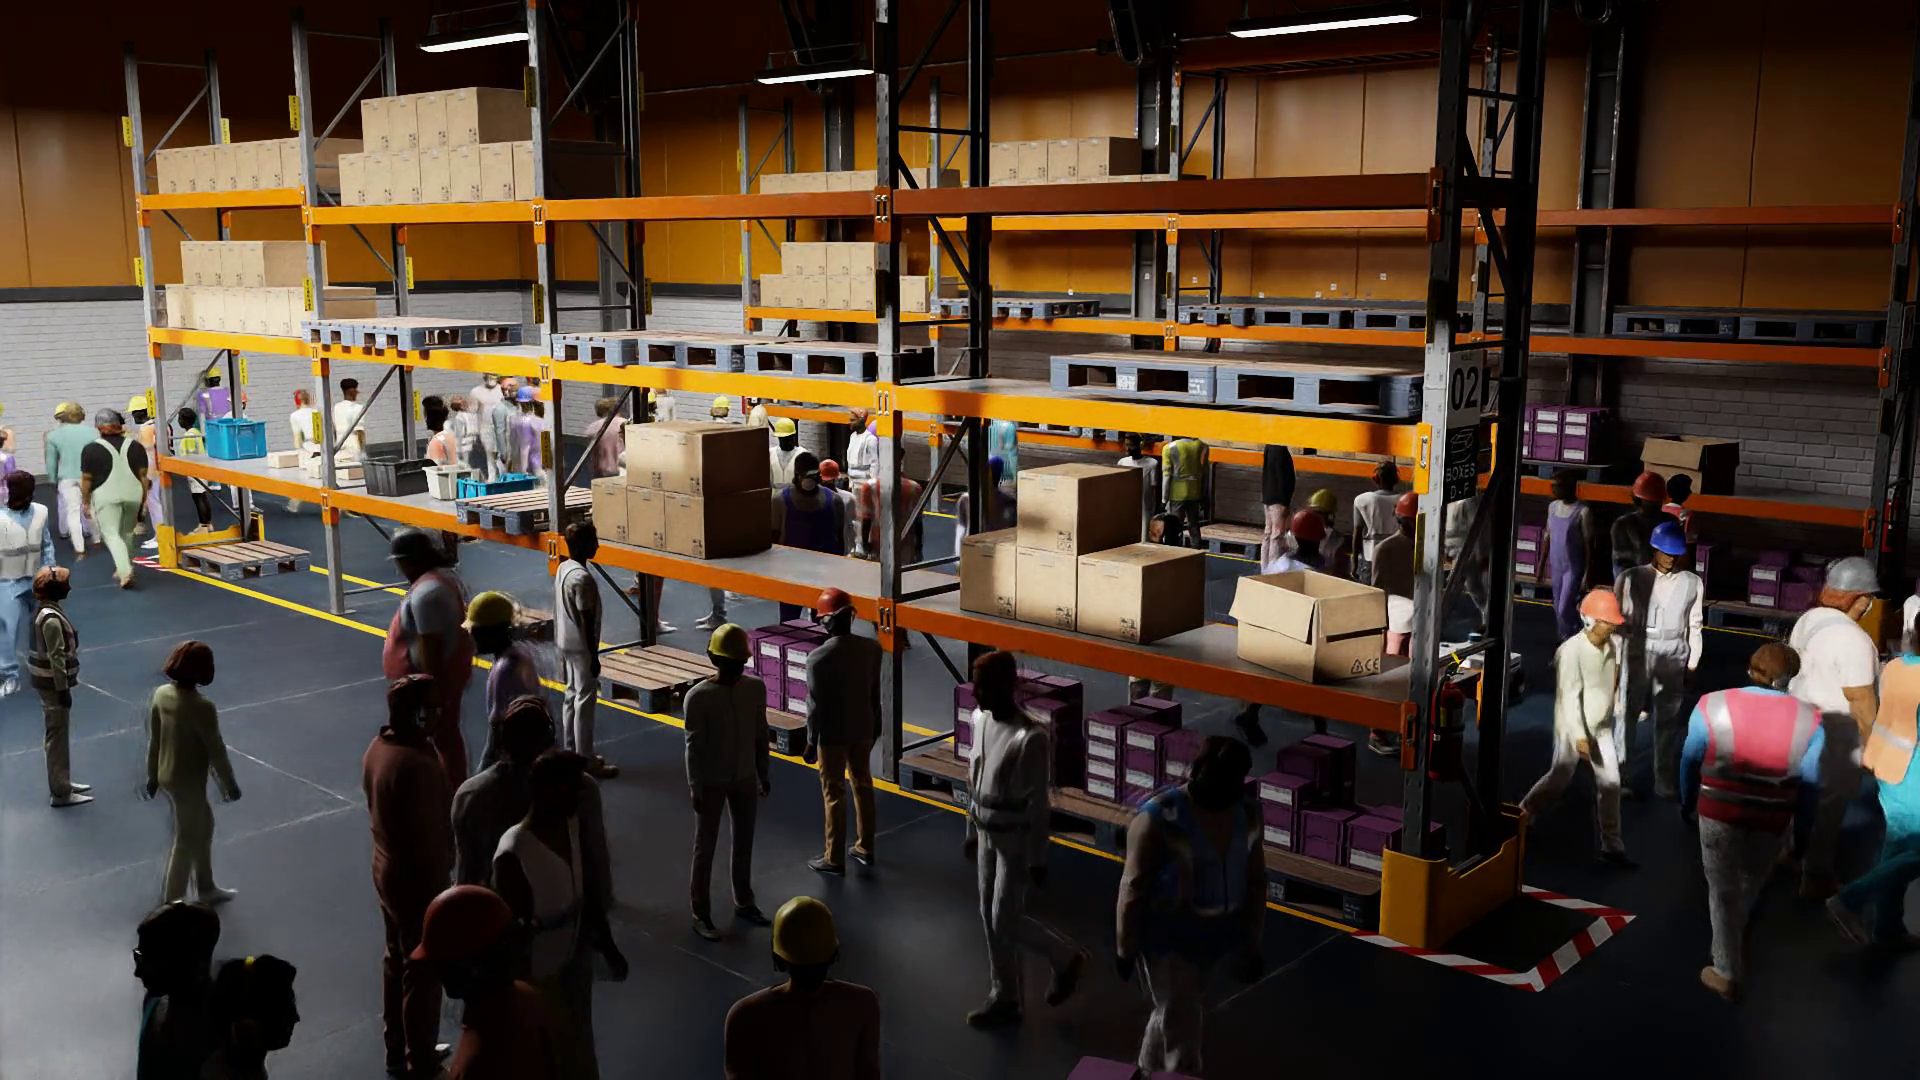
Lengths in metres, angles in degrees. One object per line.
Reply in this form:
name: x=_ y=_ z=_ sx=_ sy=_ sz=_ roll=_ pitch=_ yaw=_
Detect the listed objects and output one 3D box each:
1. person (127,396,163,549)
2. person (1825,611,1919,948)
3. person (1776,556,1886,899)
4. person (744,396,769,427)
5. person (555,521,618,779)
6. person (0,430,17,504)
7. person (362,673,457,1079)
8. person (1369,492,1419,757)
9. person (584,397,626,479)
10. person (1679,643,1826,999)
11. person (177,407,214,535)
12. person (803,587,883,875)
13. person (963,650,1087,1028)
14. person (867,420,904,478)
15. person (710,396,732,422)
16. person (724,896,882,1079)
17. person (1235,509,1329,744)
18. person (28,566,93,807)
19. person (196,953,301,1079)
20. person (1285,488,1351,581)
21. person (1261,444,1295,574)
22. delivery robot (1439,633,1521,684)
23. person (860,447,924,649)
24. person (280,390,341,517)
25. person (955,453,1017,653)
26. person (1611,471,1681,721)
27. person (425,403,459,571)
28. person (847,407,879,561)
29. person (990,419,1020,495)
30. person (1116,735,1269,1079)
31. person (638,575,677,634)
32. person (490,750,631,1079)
person: x=-10.184 y=-0.855 z=20.890 sx=0.399 sy=1.912 sz=0.596 roll=-4 pitch=11 yaw=-22
person: x=4.986 y=1.276 z=8.844 sx=0.515 sy=1.907 sz=0.635 roll=1 pitch=10 yaw=7
person: x=5.070 y=1.080 z=9.582 sx=0.535 sy=2.000 sz=0.692 roll=2 pitch=10 yaw=9
person: x=-2.978 y=-1.375 z=24.314 sx=0.352 sy=1.741 sz=0.571 roll=1 pitch=10 yaw=4
person: x=-2.683 y=0.779 z=11.840 sx=0.333 sy=1.843 sz=0.514 roll=-6 pitch=12 yaw=-30
person: x=-11.378 y=-0.503 z=19.693 sx=0.528 sy=1.631 sz=0.321 roll=2 pitch=10 yaw=10
person: x=-2.416 y=1.530 z=7.461 sx=0.401 sy=1.899 sz=0.636 roll=-7 pitch=12 yaw=-33
person: x=3.307 y=0.619 z=12.358 sx=0.618 sy=1.986 sz=0.408 roll=-6 pitch=12 yaw=-30
person: x=-4.328 y=-0.826 z=20.780 sx=0.699 sy=1.898 sz=0.409 roll=-2 pitch=10 yaw=-10
person: x=4.020 y=1.386 z=8.552 sx=0.612 sy=1.790 sz=0.808 roll=2 pitch=10 yaw=13
person: x=-9.998 y=-0.888 z=21.716 sx=0.322 sy=1.691 sz=0.536 roll=-2 pitch=10 yaw=-13
person: x=-0.721 y=1.146 z=10.046 sx=0.560 sy=1.743 sz=0.334 roll=-9 pitch=14 yaw=-43
person: x=0.284 y=1.436 z=8.081 sx=0.515 sy=1.868 sz=0.581 roll=-6 pitch=12 yaw=-31
person: x=-0.921 y=-0.917 z=21.214 sx=0.384 sy=1.925 sz=0.549 roll=9 pitch=14 yaw=42
person: x=-3.254 y=-1.086 z=22.686 sx=0.314 sy=1.739 sz=0.485 roll=-7 pitch=12 yaw=-35
person: x=-0.488 y=1.974 z=5.302 sx=0.524 sy=1.770 sz=0.315 roll=-4 pitch=11 yaw=-20
person: x=2.452 y=0.676 z=12.299 sx=0.554 sy=1.899 sz=0.927 roll=-8 pitch=13 yaw=-37
person: x=-6.124 y=0.986 z=11.277 sx=0.313 sy=1.634 sz=0.514 roll=-6 pitch=12 yaw=-32
person: x=-2.071 y=2.049 z=4.713 sx=0.861 sy=1.832 sz=0.531 roll=-4 pitch=11 yaw=-19
person: x=2.895 y=0.487 z=13.597 sx=0.602 sy=1.811 sz=0.628 roll=9 pitch=14 yaw=42
person: x=3.508 y=-0.436 z=18.283 sx=0.379 sy=1.995 sz=0.609 roll=-1 pitch=10 yaw=-7
delivery robot: x=4.277 y=1.020 z=13.861 sx=0.707 sy=0.478 sz=0.477 roll=8 pitch=13 yaw=39
person: x=-0.642 y=0.041 z=15.735 sx=0.615 sy=1.948 sz=0.565 roll=-2 pitch=10 yaw=-10
person: x=-9.044 y=-1.179 z=23.091 sx=0.996 sy=1.796 sz=0.606 roll=5 pitch=11 yaw=26
person: x=0.261 y=0.186 z=14.960 sx=0.616 sy=1.924 sz=0.655 roll=0 pitch=10 yaw=2
person: x=5.454 y=0.446 z=13.236 sx=0.607 sy=2.021 sz=0.429 roll=-2 pitch=10 yaw=-10
person: x=-6.042 y=-0.616 z=19.385 sx=0.365 sy=1.966 sz=0.608 roll=-1 pitch=10 yaw=-4
person: x=-1.166 y=-0.649 z=19.804 sx=0.337 sy=1.882 sz=0.583 roll=-6 pitch=12 yaw=-29
person: x=0.595 y=-0.832 z=20.419 sx=0.422 sy=2.027 sz=0.640 roll=-3 pitch=10 yaw=-16
person: x=0.992 y=1.683 z=6.873 sx=0.658 sy=1.796 sz=0.843 roll=-6 pitch=12 yaw=-32
person: x=-3.011 y=-0.025 z=16.217 sx=0.399 sy=1.906 sz=0.603 roll=-6 pitch=12 yaw=-30
person: x=-1.595 y=1.724 z=6.654 sx=0.933 sy=1.787 sz=0.570 roll=1 pitch=10 yaw=7
